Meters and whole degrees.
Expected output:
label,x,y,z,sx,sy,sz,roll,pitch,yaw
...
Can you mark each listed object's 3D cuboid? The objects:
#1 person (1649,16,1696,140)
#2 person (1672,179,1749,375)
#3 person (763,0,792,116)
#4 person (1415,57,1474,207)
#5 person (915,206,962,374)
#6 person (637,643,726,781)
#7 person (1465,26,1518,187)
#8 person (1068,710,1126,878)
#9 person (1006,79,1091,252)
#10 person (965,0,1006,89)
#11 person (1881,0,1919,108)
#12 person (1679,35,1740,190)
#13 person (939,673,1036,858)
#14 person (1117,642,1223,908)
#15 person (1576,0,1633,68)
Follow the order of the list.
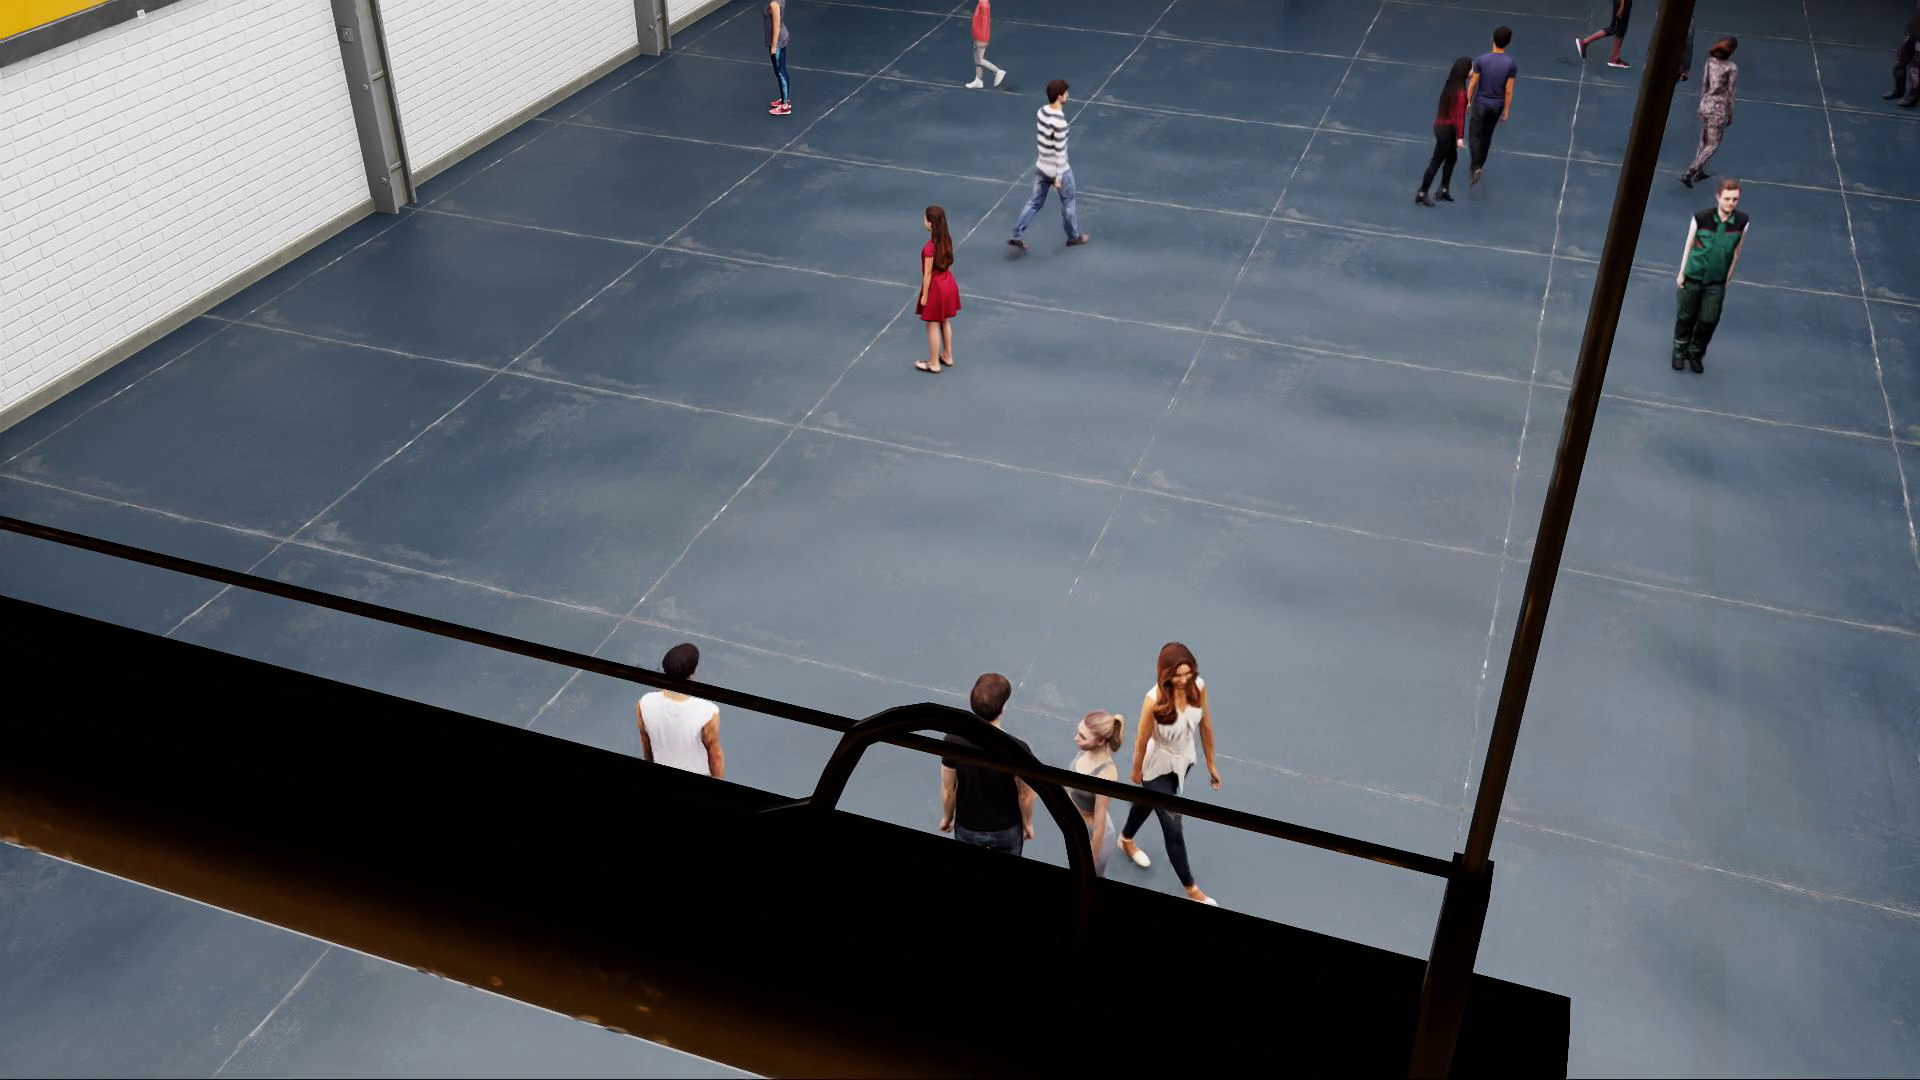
label,x,y,z,sx,sy,sz,roll,pitch,yaw
person,8.379,-5.624,19.810,0.841,1.811,0.793,-17,37,-24
person,6.674,-2.397,14.937,0.662,1.831,0.670,8,34,12
person,-2.275,-6.204,20.758,0.689,1.728,0.566,1,34,1
person,5.247,-4.463,18.229,0.843,1.629,0.745,1,34,2
person,-0.194,-2.266,14.995,0.673,1.549,0.603,20,38,27
person,-1.589,1.376,9.316,0.775,1.770,0.722,1,34,2
person,5.911,-4.829,18.651,0.770,1.771,1.052,6,34,9
person,0.722,1.590,9.054,0.718,1.704,0.637,-7,34,-11
person,0.858,-3.785,17.042,1.254,1.812,1.096,-20,39,-27
person,0.341,-6.544,21.564,0.747,1.402,0.765,-2,34,-3
person,12.110,-6.328,20.878,0.940,1.801,0.854,-2,34,-3
person,8.424,-4.793,18.652,0.942,1.709,0.892,-14,36,-20
person,0.149,1.529,8.972,0.709,1.896,0.619,6,34,9
person,1.121,1.246,9.537,1.078,1.742,1.002,-23,40,-31
person,8.768,-7.221,22.277,0.664,1.741,0.917,13,36,19
